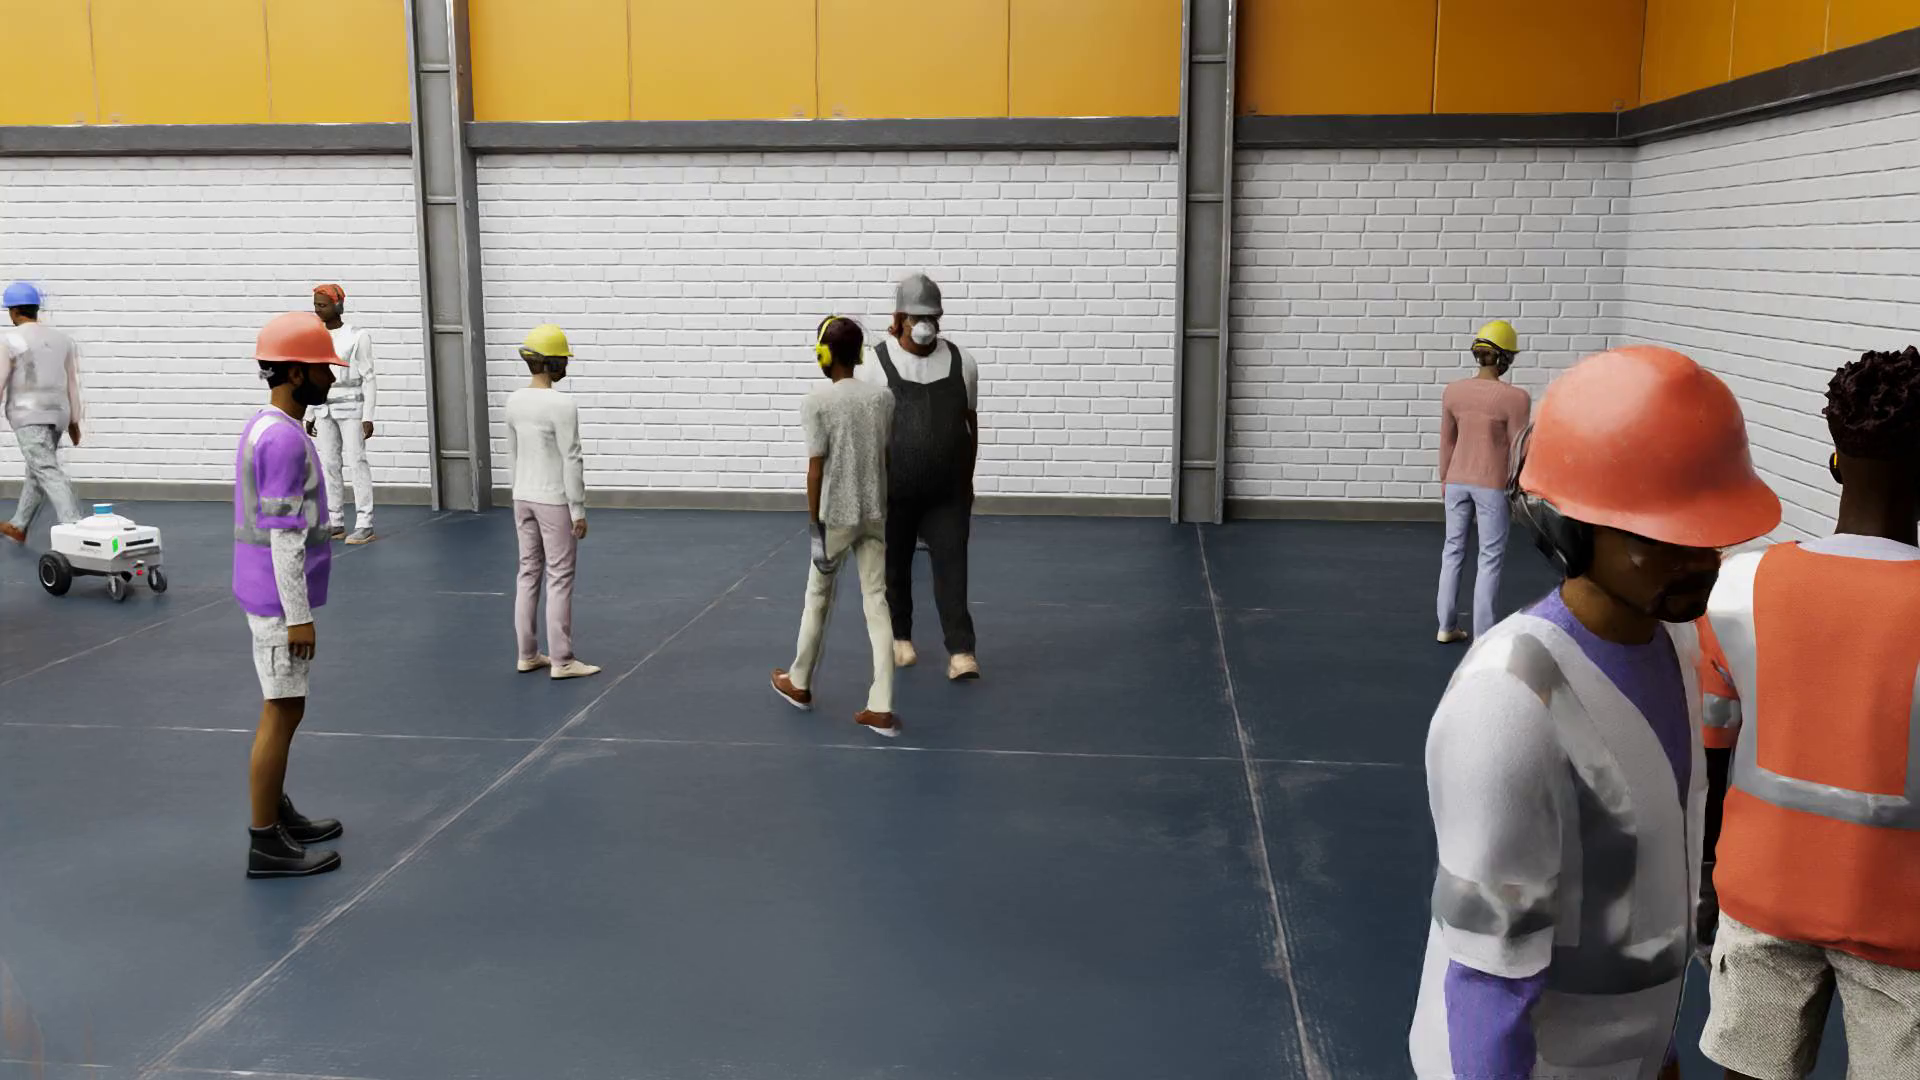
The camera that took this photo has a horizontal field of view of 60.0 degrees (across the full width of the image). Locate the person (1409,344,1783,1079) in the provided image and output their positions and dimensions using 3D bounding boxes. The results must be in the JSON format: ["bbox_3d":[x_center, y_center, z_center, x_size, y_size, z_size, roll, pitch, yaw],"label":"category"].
[{"bbox_3d":[0.849,0.739,2.265,0.432,2.022,0.647,8,12,37],"label":"person"}]

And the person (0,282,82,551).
[{"bbox_3d":[-6.526,-0.844,11.643,0.985,1.892,0.622,3,10,16],"label":"person"}]

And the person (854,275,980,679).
[{"bbox_3d":[-0.195,-0.315,8.217,0.695,2.000,0.978,-3,10,-15],"label":"person"}]

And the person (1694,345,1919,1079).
[{"bbox_3d":[1.567,0.643,2.939,0.366,1.967,0.602,-9,13,-42],"label":"person"}]

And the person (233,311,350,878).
[{"bbox_3d":[-2.286,0.182,5.737,0.433,1.924,0.557,-4,11,-20],"label":"person"}]

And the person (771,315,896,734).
[{"bbox_3d":[-0.542,-0.085,7.509,0.519,1.822,0.911,-6,12,-30],"label":"person"}]

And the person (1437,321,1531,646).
[{"bbox_3d":[2.788,-0.280,8.840,0.343,1.755,0.531,-8,13,-39],"label":"person"}]

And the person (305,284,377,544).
[{"bbox_3d":[-4.496,-0.906,12.047,0.584,1.882,0.337,3,10,18],"label":"person"}]

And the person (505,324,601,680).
[{"bbox_3d":[-2.041,-0.188,8.278,0.530,1.766,0.318,8,13,38],"label":"person"}]

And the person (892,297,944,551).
[{"bbox_3d":[-0.291,-0.903,11.865,0.351,1.942,0.547,3,10,16],"label":"person"}]

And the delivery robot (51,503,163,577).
[{"bbox_3d":[-5.271,0.018,10.271,0.707,0.478,0.477,7,12,30],"label":"delivery robot"}]
